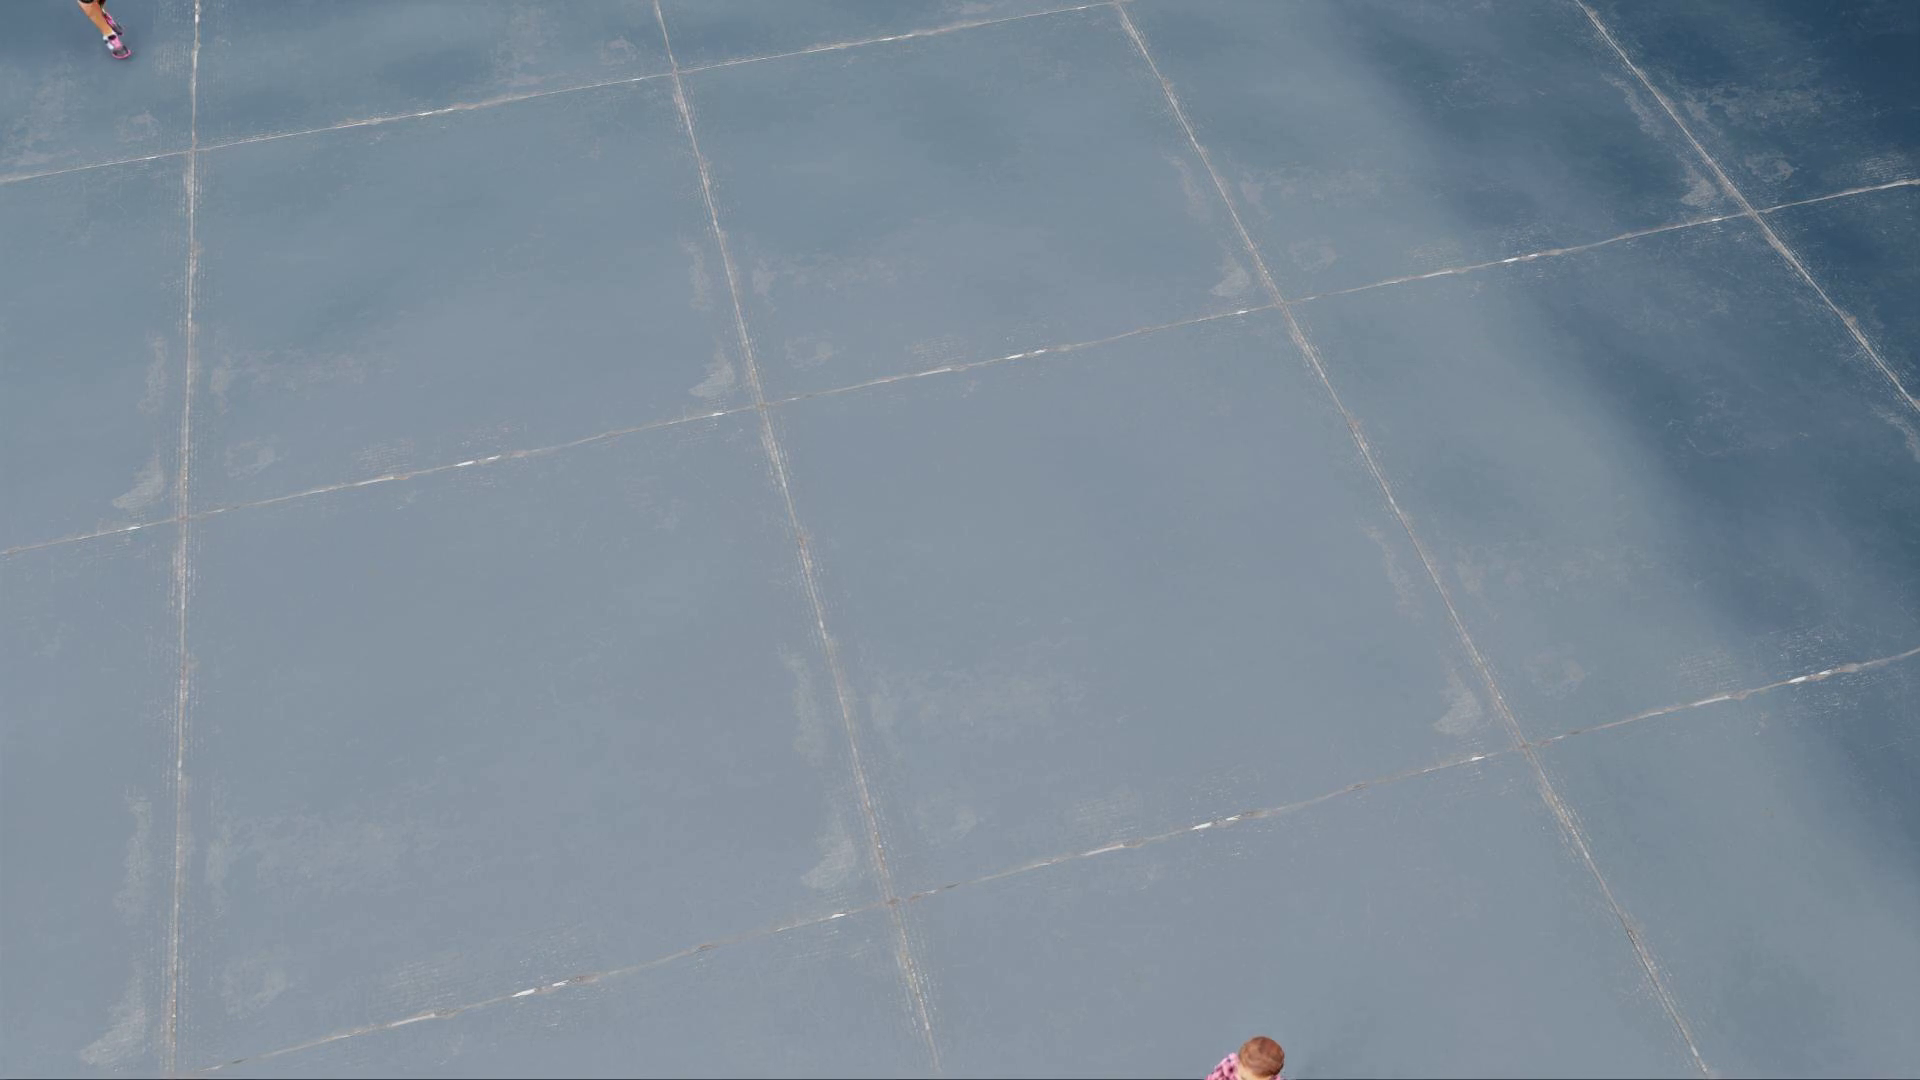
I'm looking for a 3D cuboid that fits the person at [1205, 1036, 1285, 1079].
[{"bbox_3d":[1.065,2.046,6.180,0.708,1.002,0.746,28,57,20],"label":"person"}]
